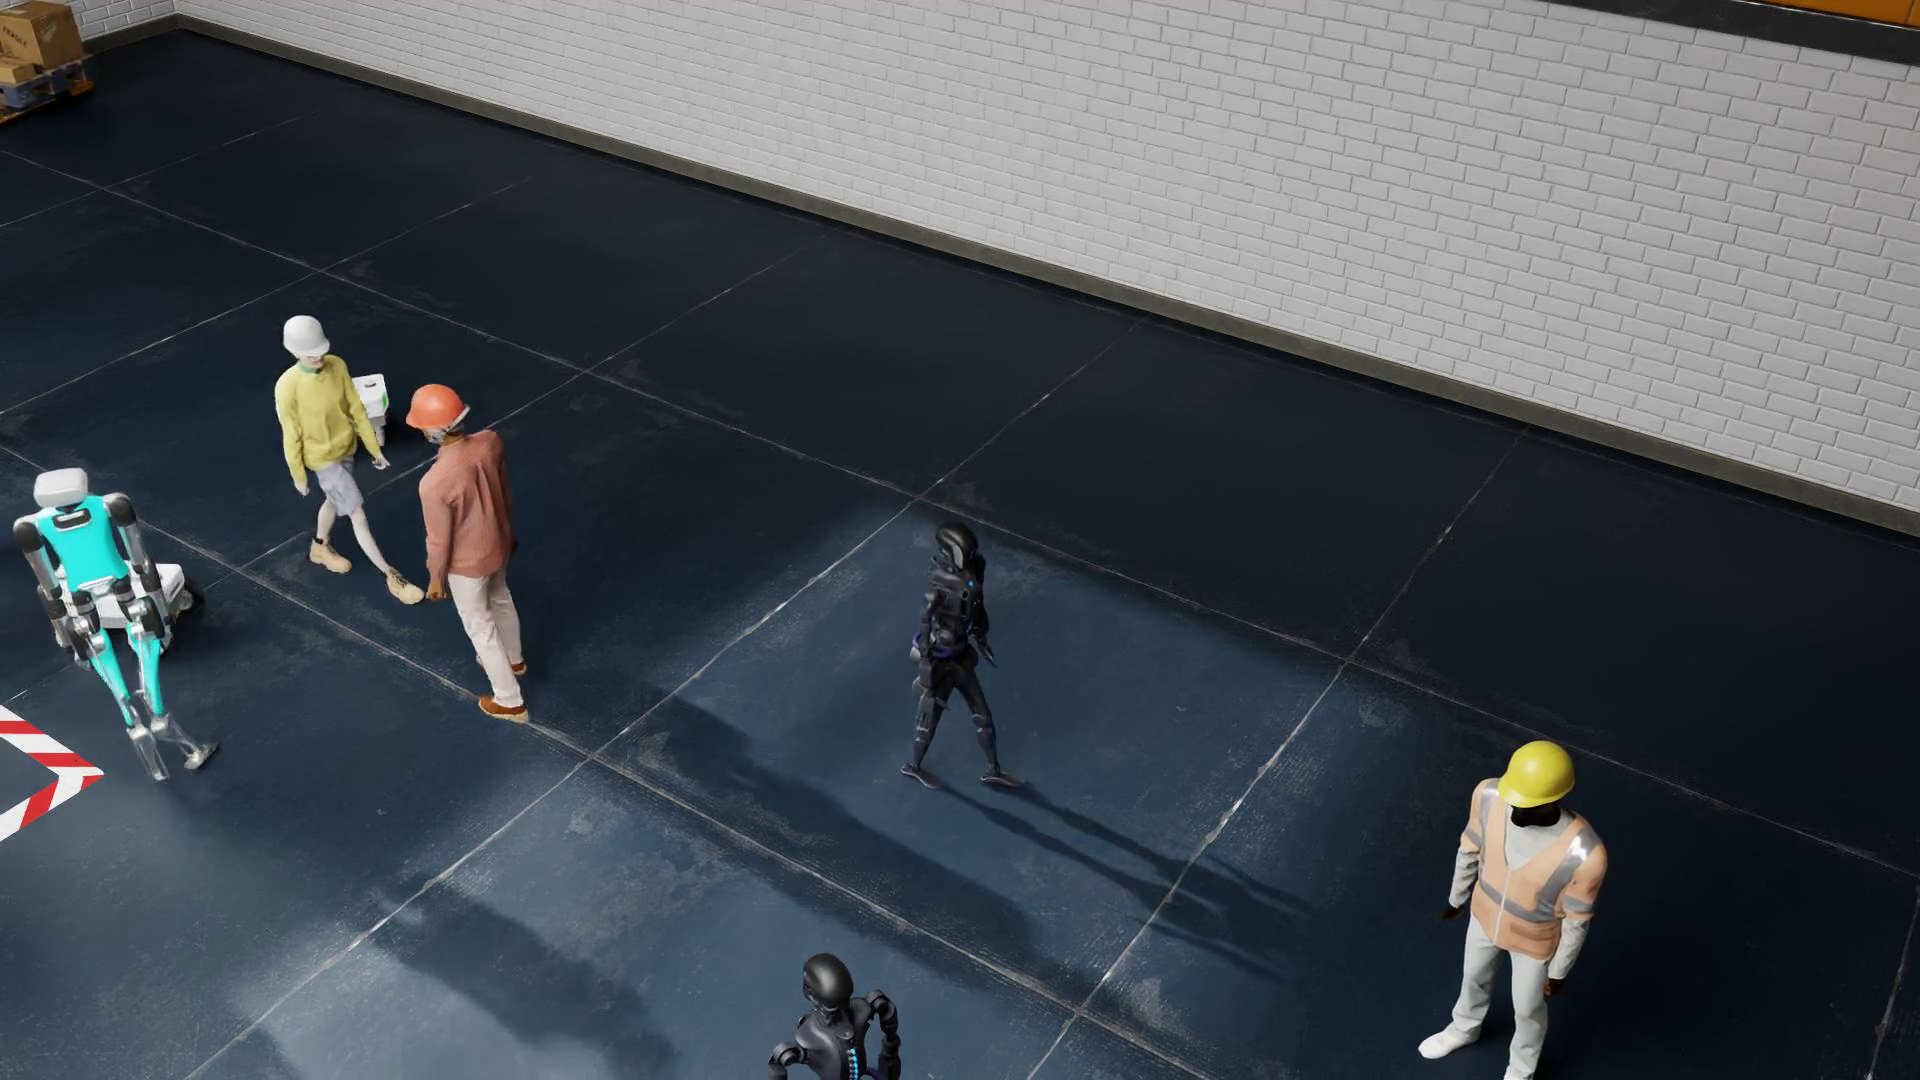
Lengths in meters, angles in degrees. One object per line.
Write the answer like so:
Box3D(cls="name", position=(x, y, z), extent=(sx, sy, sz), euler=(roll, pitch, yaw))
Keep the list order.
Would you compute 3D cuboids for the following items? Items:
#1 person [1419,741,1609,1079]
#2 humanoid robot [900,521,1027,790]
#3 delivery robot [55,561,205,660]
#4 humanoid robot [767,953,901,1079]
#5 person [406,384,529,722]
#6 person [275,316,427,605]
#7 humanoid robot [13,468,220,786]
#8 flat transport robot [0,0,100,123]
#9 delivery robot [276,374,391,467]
Box3D(cls="person", position=(2.199, 1.535, 6.645), extent=(0.430, 1.913, 0.594), euler=(-25, 42, -31))
Box3D(cls="humanoid robot", position=(-0.007, 0.611, 8.176), extent=(0.650, 1.632, 0.600), euler=(19, 39, 25))
Box3D(cls="delivery robot", position=(-4.815, 0.330, 9.518), extent=(0.739, 0.566, 0.499), euler=(1, 35, 2))
Box3D(cls="humanoid robot", position=(-0.434, 2.113, 6.013), extent=(0.589, 1.650, 0.338), euler=(-24, 42, -30))
Box3D(cls="person", position=(-2.546, 0.062, 8.710), extent=(0.577, 1.983, 0.635), euler=(13, 37, 18))
Box3D(cls="person", position=(-3.611, -0.489, 9.611), extent=(0.934, 1.840, 0.493), euler=(17, 38, 22))
Box3D(cls="humanoid robot", position=(-4.139, 0.558, 8.221), extent=(0.553, 1.829, 0.736), euler=(-17, 38, -23))
Box3D(cls="flat transport robot", position=(-9.441, -4.405, 16.559), extent=(0.659, 0.231, 1.431), euler=(14, 37, 19))
Box3D(cls="delivery robot", position=(-4.249, -0.874, 11.256), extent=(0.754, 0.587, 0.525), euler=(-12, 37, -17))
